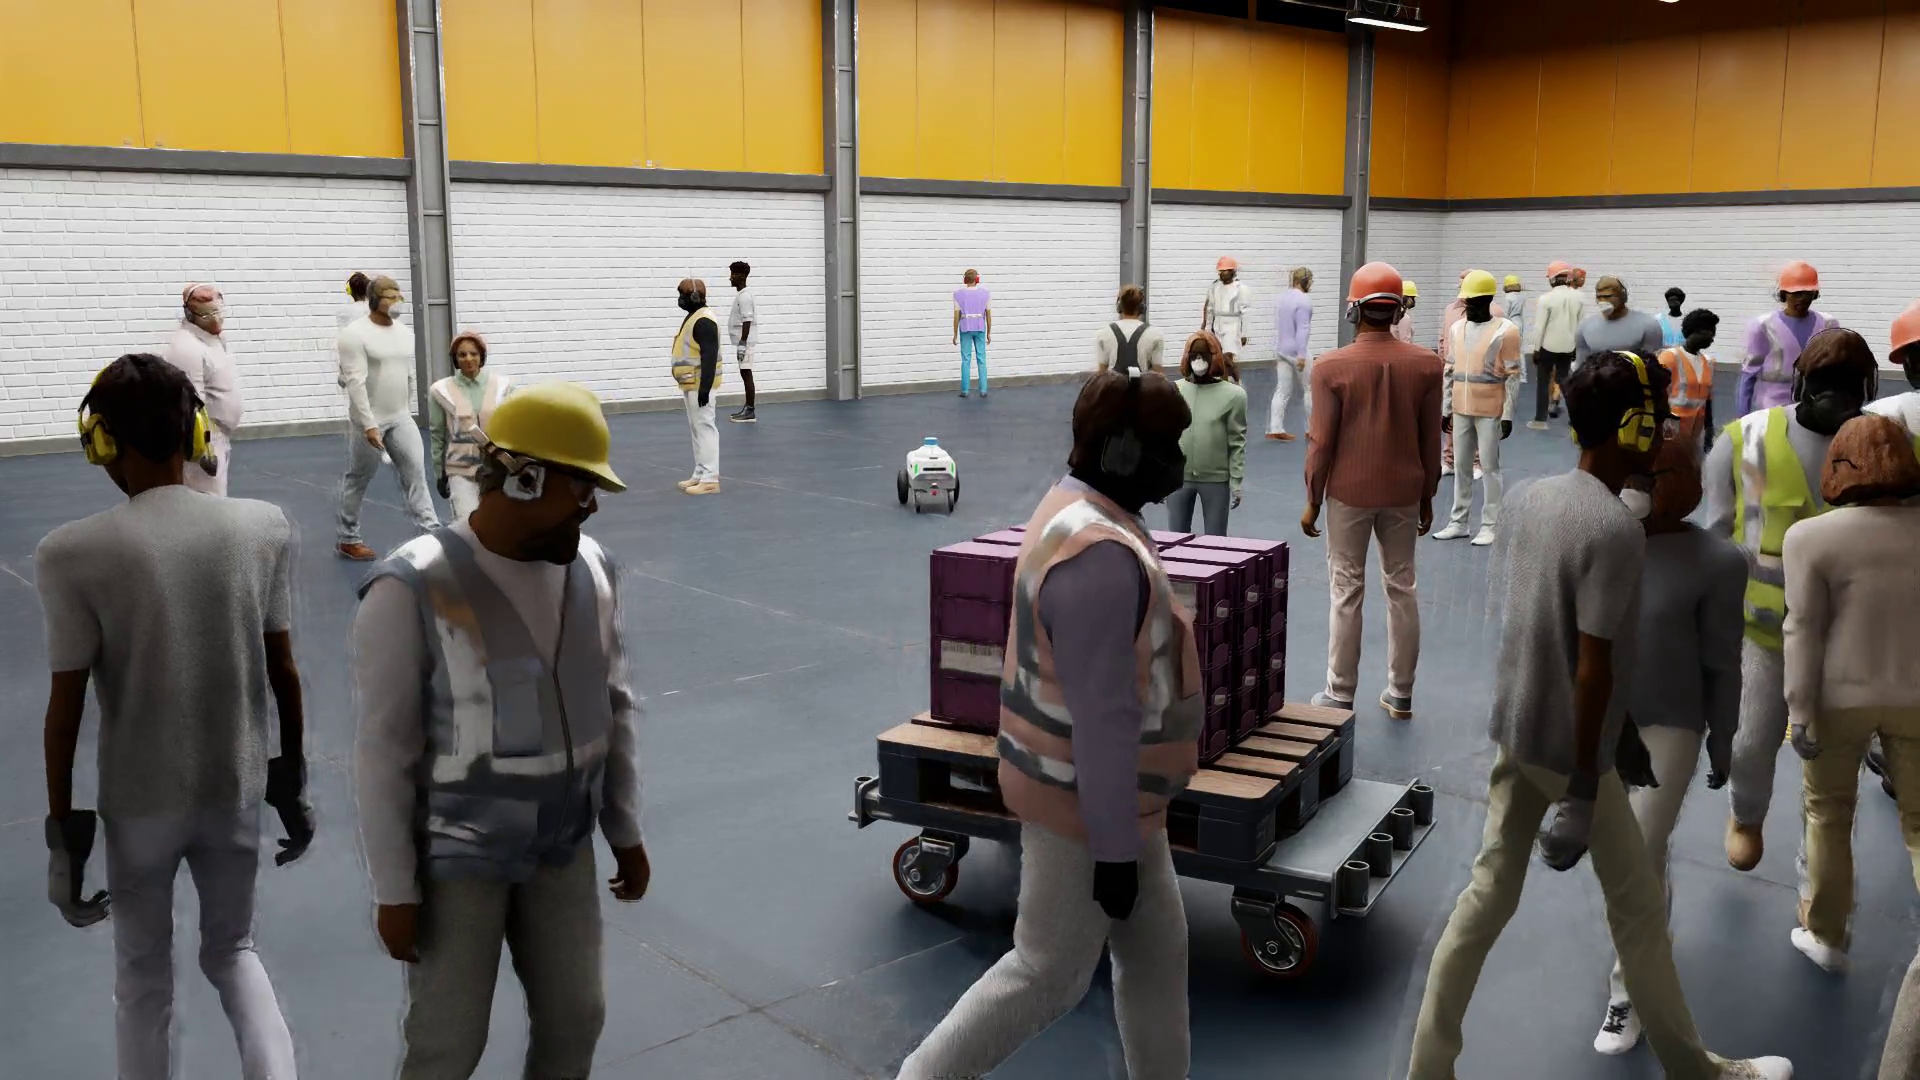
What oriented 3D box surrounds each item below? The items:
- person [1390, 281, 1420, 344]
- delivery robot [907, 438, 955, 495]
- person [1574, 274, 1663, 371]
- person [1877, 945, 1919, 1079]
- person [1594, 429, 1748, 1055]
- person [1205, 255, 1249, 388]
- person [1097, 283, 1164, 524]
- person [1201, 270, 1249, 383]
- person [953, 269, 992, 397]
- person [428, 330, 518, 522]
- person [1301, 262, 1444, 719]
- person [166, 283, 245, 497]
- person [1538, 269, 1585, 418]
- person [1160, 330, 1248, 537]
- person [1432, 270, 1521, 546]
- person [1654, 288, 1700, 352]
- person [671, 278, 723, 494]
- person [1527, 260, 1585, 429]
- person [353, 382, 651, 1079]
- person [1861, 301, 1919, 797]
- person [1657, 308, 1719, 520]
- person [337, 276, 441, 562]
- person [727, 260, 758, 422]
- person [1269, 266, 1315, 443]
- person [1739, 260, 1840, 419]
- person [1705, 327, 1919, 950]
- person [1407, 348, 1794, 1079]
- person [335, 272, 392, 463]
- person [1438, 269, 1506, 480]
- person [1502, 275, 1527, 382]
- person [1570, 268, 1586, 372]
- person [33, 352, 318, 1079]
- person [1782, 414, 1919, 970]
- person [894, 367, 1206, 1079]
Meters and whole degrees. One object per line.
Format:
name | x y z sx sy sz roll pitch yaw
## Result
person | 4.610 -1.817 17.385 0.326 1.765 0.533 -1 10 -3
delivery robot | -0.236 -0.582 13.398 0.477 0.478 0.707 -1 9 -6
person | 4.869 -1.005 12.247 0.672 1.900 0.850 7 12 36
person | 2.426 0.617 3.588 0.838 1.596 0.530 -1 10 -7
person | 1.840 0.477 4.463 0.506 1.609 0.755 9 13 42
person | 3.614 -2.853 22.694 0.430 2.030 0.629 -8 13 -40
person | 1.248 -0.975 12.281 0.504 1.832 0.453 2 10 13
person | 4.154 -3.474 26.280 0.689 2.000 1.032 8 13 41
person | 0.176 -2.953 23.823 0.563 1.838 0.388 -2 10 -9
person | -2.753 -0.395 9.490 0.513 1.616 0.732 -4 11 -23
person | 1.784 -0.198 7.230 0.609 1.996 0.379 -1 10 -7
person | -4.527 -0.610 10.045 0.434 1.865 0.809 -2 10 -14
person | 7.576 -2.490 20.999 0.554 1.889 0.993 5 11 27
person | 1.276 -0.304 8.903 0.497 1.635 0.286 3 10 20
person | 3.619 -0.921 11.669 0.385 1.922 0.594 -7 12 -35
person | 7.995 -1.979 18.628 0.547 1.653 0.820 3 10 15
person | -2.248 -1.312 14.209 0.429 1.839 0.633 -3 10 -19
person | 6.930 -2.251 19.295 0.634 1.972 0.608 -2 10 -13
person | -0.893 0.587 3.268 0.415 1.787 0.605 7 12 37
person | 3.421 0.103 5.849 0.598 1.865 0.992 2 10 12
person | 4.880 -0.727 11.286 0.621 1.675 0.349 -5 11 -26
person | -3.734 -0.766 10.864 1.023 1.887 0.632 6 11 30
person | -2.656 -2.424 20.348 0.367 1.967 0.603 -1 10 -7
person | 3.730 -1.998 18.041 0.878 1.899 0.644 -3 10 -16
person | 5.626 -0.870 11.188 0.602 1.976 1.046 -1 10 -5
person | 2.550 0.266 5.017 0.627 1.821 0.559 4 11 23
person | 1.445 0.483 3.773 0.949 1.811 0.497 -2 10 -11
person | -5.787 -1.662 16.168 0.518 1.874 0.329 -6 11 -32
person | 4.591 -1.495 15.105 0.406 1.903 0.638 -8 12 -38
person | 8.849 -3.377 26.660 0.517 1.716 0.529 -8 12 -38
person | 9.488 -3.316 25.975 0.930 1.844 0.605 8 12 37
person | -1.550 0.546 3.360 0.564 1.834 0.545 -9 13 -43
person | 2.482 0.475 4.443 0.519 1.599 0.748 2 10 11
person | 0.211 0.532 3.529 0.859 1.810 0.650 1 10 5
